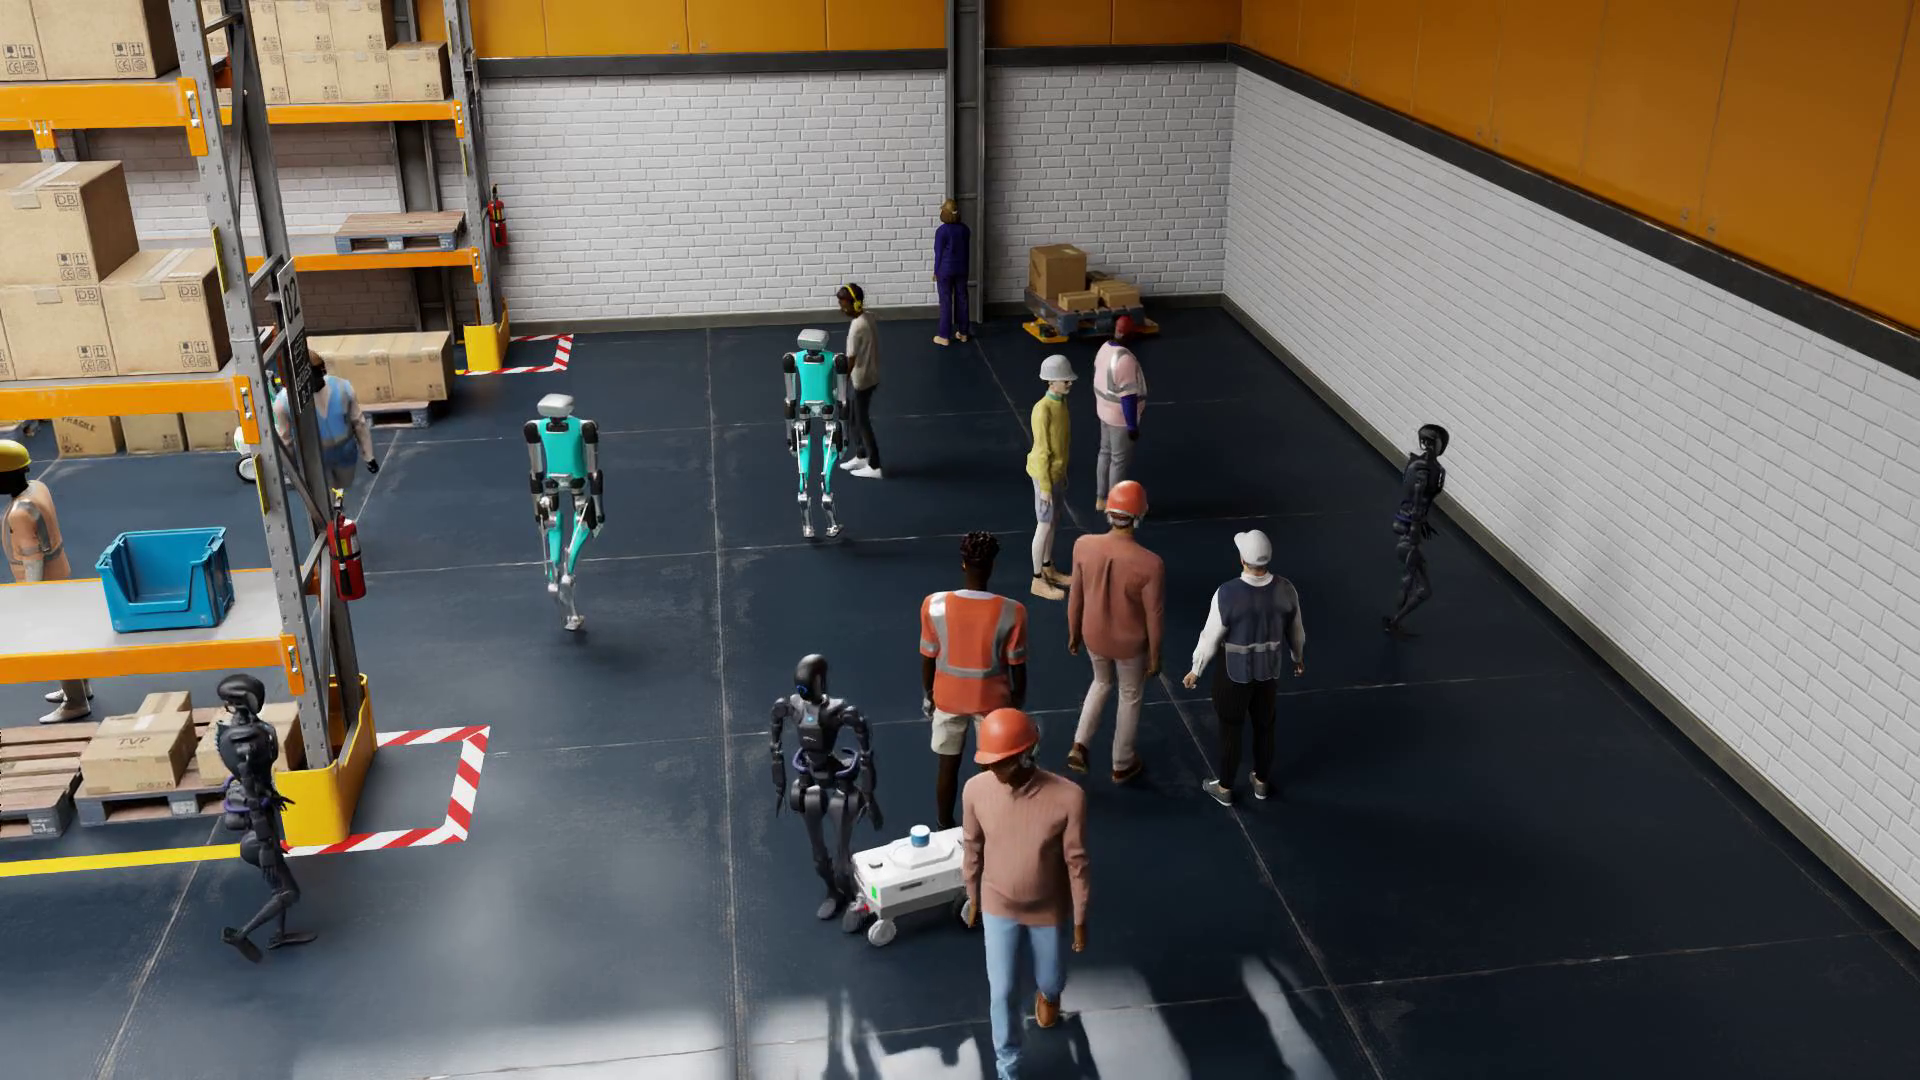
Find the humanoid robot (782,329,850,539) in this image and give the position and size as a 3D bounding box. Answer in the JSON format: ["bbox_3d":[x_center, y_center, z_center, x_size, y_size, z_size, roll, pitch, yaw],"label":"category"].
[{"bbox_3d":[-1.157,-0.782,13.185,0.533,1.677,0.735,2,24,4],"label":"humanoid robot"}]

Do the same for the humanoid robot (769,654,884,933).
[{"bbox_3d":[-0.699,1.303,8.686,0.615,1.636,0.369,6,24,13],"label":"humanoid robot"}]

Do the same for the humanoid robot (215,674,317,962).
[{"bbox_3d":[-3.618,1.408,8.439,0.440,1.646,0.602,-9,25,-19],"label":"humanoid robot"}]

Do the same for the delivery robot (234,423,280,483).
[{"bbox_3d":[-6.151,-0.848,14.989,0.808,0.607,0.499,-7,25,-15],"label":"delivery robot"}]

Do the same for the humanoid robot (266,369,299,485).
[{"bbox_3d":[-5.954,-1.257,14.437,0.785,1.781,0.530,2,24,4],"label":"humanoid robot"}]

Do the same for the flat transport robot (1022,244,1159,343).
[{"bbox_3d":[1.498,-2.483,19.053,1.431,0.231,0.659,-8,25,-17],"label":"flat transport robot"}]

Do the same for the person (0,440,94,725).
[{"bbox_3d":[-5.943,0.263,10.735,0.359,1.927,0.586,-8,25,-17],"label":"person"}]

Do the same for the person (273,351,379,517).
[{"bbox_3d":[-4.874,-0.601,12.872,0.634,1.793,0.958,-18,30,-36],"label":"person"}]

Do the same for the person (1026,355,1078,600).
[{"bbox_3d":[0.682,-0.483,12.484,0.385,1.891,0.473,9,25,19],"label":"person"}]

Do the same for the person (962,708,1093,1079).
[{"bbox_3d":[0.304,1.636,7.582,0.624,1.943,0.851,5,24,11],"label":"person"}]

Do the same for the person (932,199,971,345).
[{"bbox_3d":[-0.097,-2.984,18.504,0.451,1.624,0.329,-14,28,-30],"label":"person"}]

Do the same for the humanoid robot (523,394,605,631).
[{"bbox_3d":[-2.830,-0.085,11.792,0.545,1.806,0.786,2,24,5],"label":"humanoid robot"}]

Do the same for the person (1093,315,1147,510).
[{"bbox_3d":[1.344,-1.026,13.888,0.420,1.750,0.622,-8,25,-17],"label":"person"}]

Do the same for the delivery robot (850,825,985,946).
[{"bbox_3d":[-0.215,1.805,8.916,0.758,0.583,0.499,-10,26,-22],"label":"delivery robot"}]

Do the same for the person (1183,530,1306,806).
[{"bbox_3d":[1.704,0.760,9.810,0.751,1.759,0.424,-6,24,-14],"label":"person"}]

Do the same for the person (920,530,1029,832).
[{"bbox_3d":[0.081,0.873,9.324,0.608,1.954,0.404,3,24,7],"label":"person"}]

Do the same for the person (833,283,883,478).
[{"bbox_3d":[-0.938,-1.382,14.605,0.541,1.833,0.576,3,24,8],"label":"person"}]

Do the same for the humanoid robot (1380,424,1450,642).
[{"bbox_3d":[3.232,-0.055,11.771,0.339,1.648,0.611,9,25,20],"label":"humanoid robot"}]

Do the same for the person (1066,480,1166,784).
[{"bbox_3d":[0.922,0.595,9.912,0.637,1.972,0.537,15,28,30],"label":"person"}]
